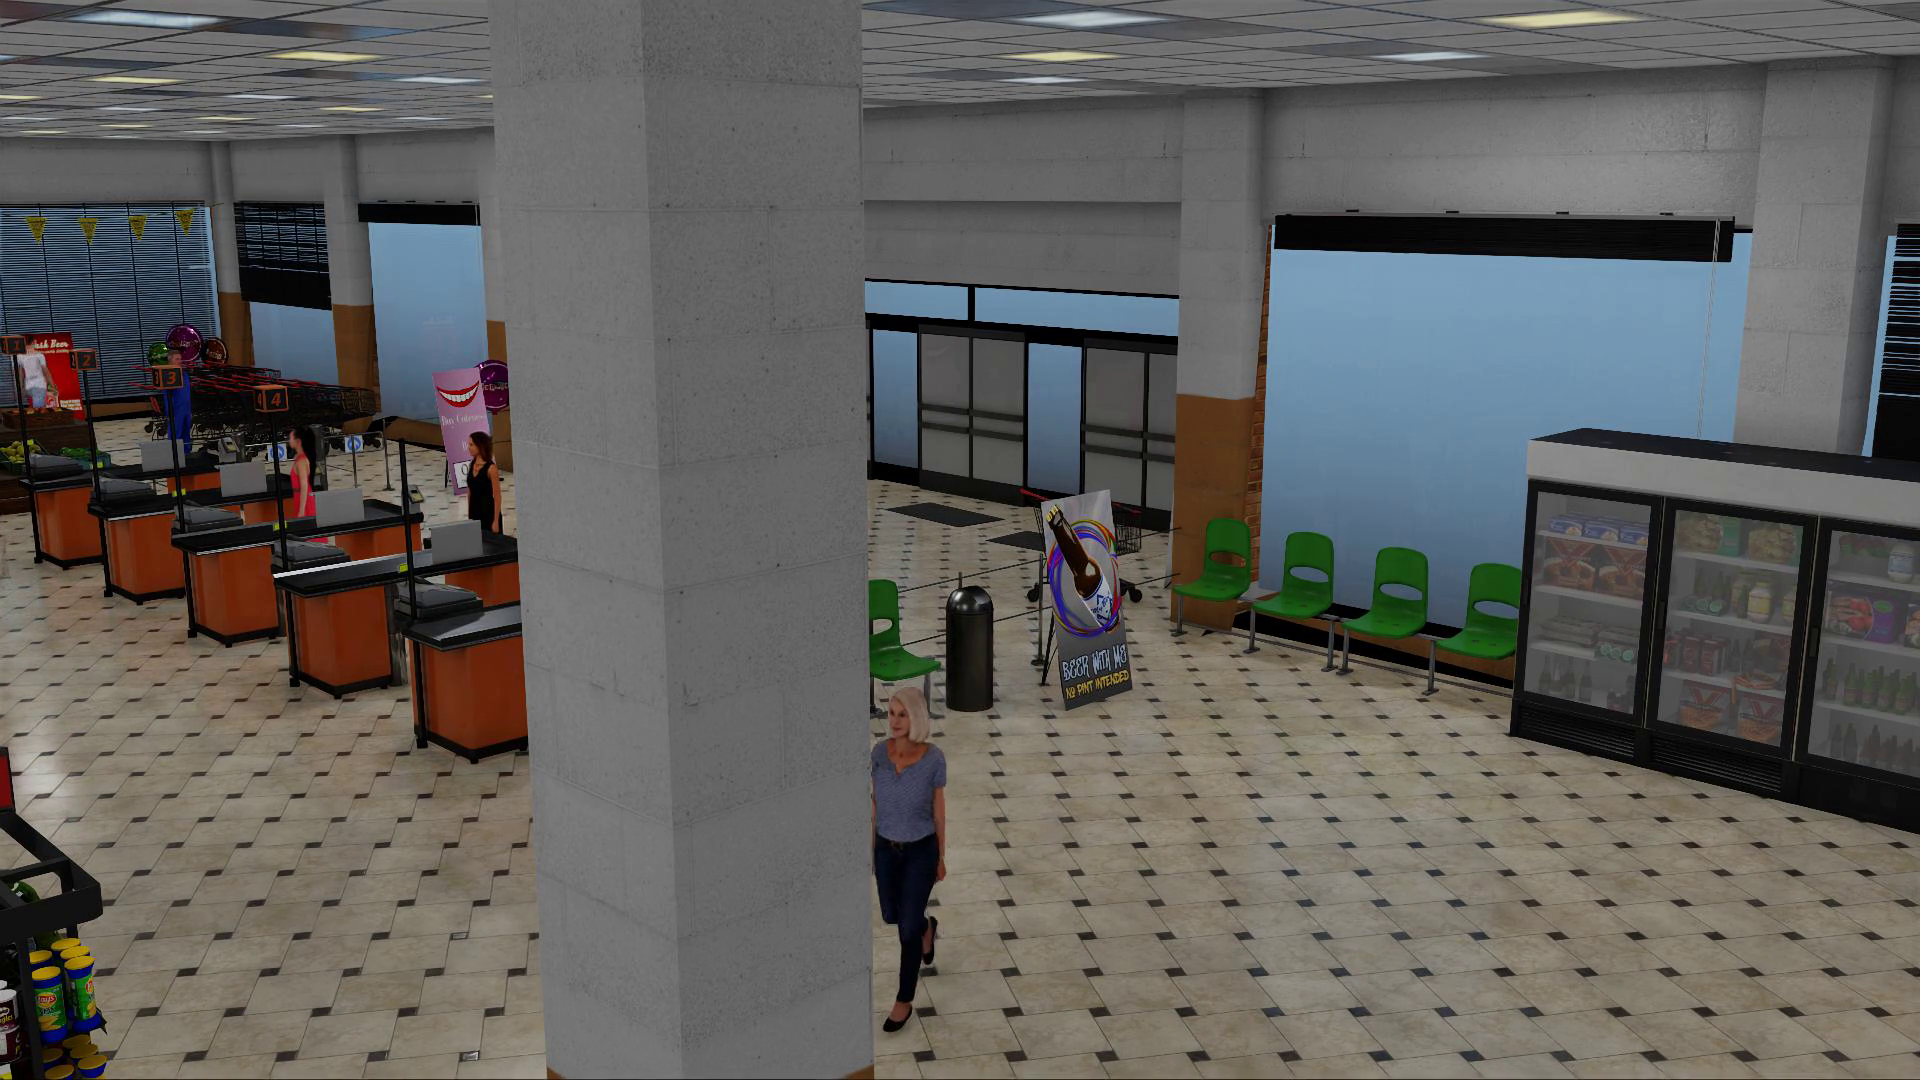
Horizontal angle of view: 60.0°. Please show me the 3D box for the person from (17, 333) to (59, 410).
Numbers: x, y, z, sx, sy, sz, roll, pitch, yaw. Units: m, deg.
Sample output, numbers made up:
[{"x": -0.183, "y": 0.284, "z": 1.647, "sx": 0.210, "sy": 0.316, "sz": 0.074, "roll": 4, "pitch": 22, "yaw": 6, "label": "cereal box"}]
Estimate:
[{"x": -15.066, "y": -2.410, "z": 27.008, "sx": 1.046, "sy": 1.809, "sz": 1.329, "roll": 4, "pitch": 12, "yaw": 18, "label": "person"}]

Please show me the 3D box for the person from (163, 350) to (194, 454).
[{"x": -11.502, "y": -1.883, "z": 24.467, "sx": 0.859, "sy": 1.825, "sz": 0.745, "roll": 2, "pitch": 12, "yaw": 8, "label": "person"}]

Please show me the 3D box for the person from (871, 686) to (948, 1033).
[{"x": -0.237, "y": 1.557, "z": 8.426, "sx": 0.809, "sy": 1.704, "sz": 1.066, "roll": 5, "pitch": 13, "yaw": 23, "label": "person"}]

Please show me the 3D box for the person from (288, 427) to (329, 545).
[{"x": -6.783, "y": -0.324, "z": 17.300, "sx": 0.742, "sy": 1.727, "sz": 0.716, "roll": -2, "pitch": 12, "yaw": -12, "label": "person"}]

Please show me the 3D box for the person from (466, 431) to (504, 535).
[{"x": -4.622, "y": -0.150, "z": 16.213, "sx": 0.616, "sy": 1.834, "sz": 0.580, "roll": 8, "pitch": 14, "yaw": 34, "label": "person"}]
